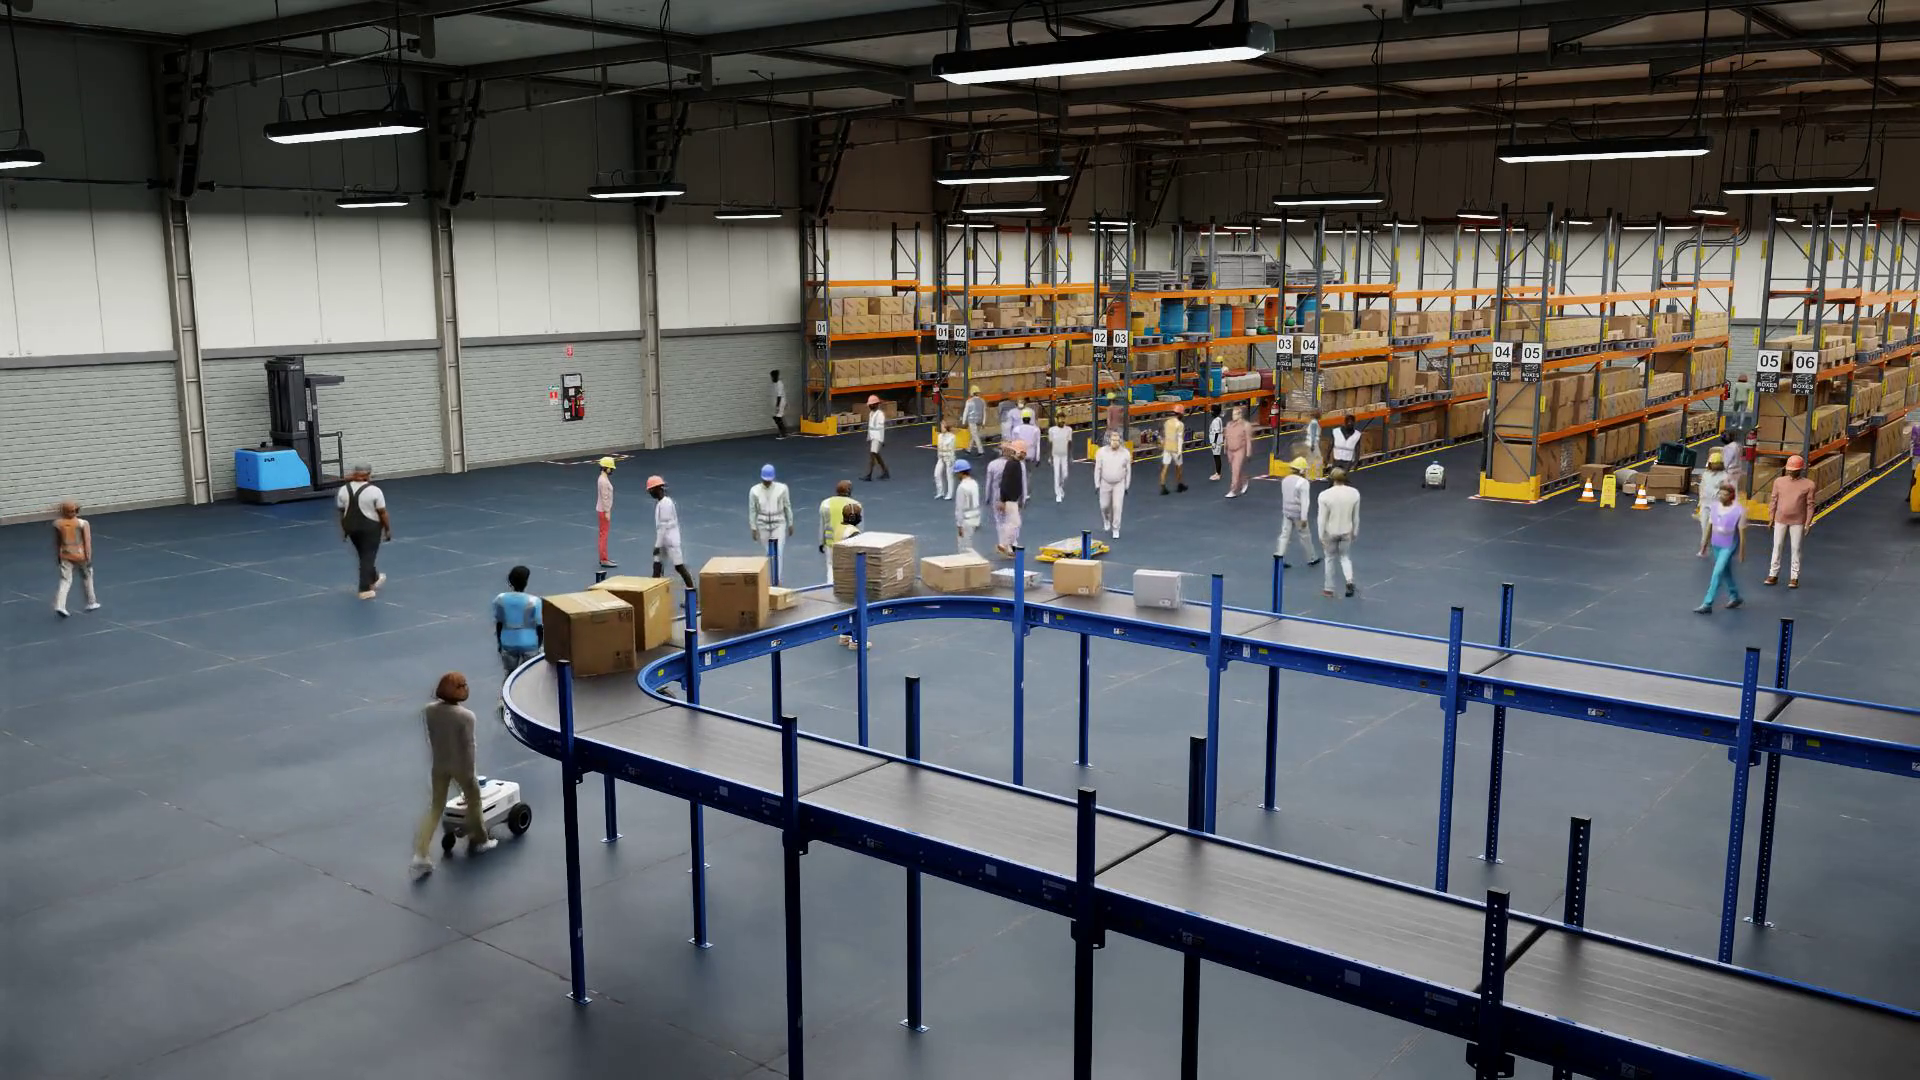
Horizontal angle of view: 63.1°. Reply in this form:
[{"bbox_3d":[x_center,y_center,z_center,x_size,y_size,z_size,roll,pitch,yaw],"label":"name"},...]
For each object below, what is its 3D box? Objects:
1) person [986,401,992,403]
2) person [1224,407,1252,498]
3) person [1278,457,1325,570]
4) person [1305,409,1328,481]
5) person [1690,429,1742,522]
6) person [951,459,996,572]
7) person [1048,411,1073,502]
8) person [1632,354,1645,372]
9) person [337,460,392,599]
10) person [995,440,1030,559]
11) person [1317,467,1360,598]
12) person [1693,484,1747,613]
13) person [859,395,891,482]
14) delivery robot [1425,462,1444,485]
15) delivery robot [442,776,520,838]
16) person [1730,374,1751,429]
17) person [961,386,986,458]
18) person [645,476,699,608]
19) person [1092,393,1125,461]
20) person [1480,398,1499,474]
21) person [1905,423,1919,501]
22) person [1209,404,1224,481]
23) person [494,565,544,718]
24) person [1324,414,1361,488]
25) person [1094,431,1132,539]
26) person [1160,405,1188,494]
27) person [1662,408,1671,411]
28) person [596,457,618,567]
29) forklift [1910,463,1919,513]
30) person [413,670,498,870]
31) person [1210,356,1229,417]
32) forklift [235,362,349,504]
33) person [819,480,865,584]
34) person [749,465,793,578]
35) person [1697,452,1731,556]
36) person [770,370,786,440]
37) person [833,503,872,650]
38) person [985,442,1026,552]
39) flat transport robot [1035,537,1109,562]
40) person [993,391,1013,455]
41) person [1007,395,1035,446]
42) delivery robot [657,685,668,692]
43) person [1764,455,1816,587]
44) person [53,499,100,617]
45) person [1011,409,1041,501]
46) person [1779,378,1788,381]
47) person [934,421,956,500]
[{"bbox_3d":[0.742,-3.981,44.693,0.521,1.845,0.786,6,12,30],"label":"person"},{"bbox_3d":[5.808,-1.849,32.602,0.851,1.881,0.652,-8,13,-39],"label":"person"},{"bbox_3d":[5.386,-0.420,24.788,0.911,1.782,0.623,-6,12,-31],"label":"person"},{"bbox_3d":[7.935,-2.103,34.729,0.680,1.609,0.530,1,10,7],"label":"person"},{"bbox_3d":[14.063,-1.148,28.862,0.936,1.790,0.636,4,11,24],"label":"person"},{"bbox_3d":[0.179,-0.266,23.578,0.729,1.921,0.645,4,11,20],"label":"person"},{"bbox_3d":[2.040,-1.704,31.850,0.545,1.852,0.444,-1,10,-7],"label":"person"},{"bbox_3d":[21.572,-4.967,49.680,0.614,2.038,0.396,-2,10,-10],"label":"person"},{"bbox_3d":[-8.644,-0.193,22.925,0.694,2.000,0.978,3,10,16],"label":"person"},{"bbox_3d":[0.895,-0.660,25.618,0.470,1.967,0.641,3,10,15],"label":"person"},{"bbox_3d":[5.459,-0.090,22.559,0.641,1.924,0.615,-1,10,-7],"label":"person"},{"bbox_3d":[10.680,0.101,21.837,0.952,1.804,0.581,-4,11,-19],"label":"person"},{"bbox_3d":[-1.895,-2.284,34.963,0.817,1.908,0.562,-5,11,-27],"label":"person"},{"bbox_3d":[10.310,-1.459,33.972,0.477,0.478,0.707,4,11,19],"label":"delivery robot"},{"bbox_3d":[-4.032,2.235,13.177,0.477,0.478,0.707,4,11,19],"label":"delivery robot"},{"bbox_3d":[22.876,-4.074,45.864,0.526,1.595,0.819,3,10,16],"label":"person"},{"bbox_3d":[0.377,-2.959,39.092,0.591,1.791,0.923,-9,13,-41],"label":"person"},{"bbox_3d":[-4.165,0.033,22.056,0.965,1.863,0.528,-4,11,-22],"label":"person"},{"bbox_3d":[3.688,-2.710,37.900,0.950,1.715,0.542,8,13,39],"label":"person"},{"bbox_3d":[11.954,-2.301,35.225,0.328,1.842,0.516,-4,11,-21],"label":"person"},{"bbox_3d":[19.573,-1.731,31.748,0.543,1.939,0.370,8,13,38],"label":"person"},{"bbox_3d":[5.721,-2.179,34.950,0.319,1.695,0.538,3,10,16],"label":"person"},{"bbox_3d":[-4.645,1.106,16.487,0.548,1.684,0.427,1,10,7],"label":"person"},{"bbox_3d":[7.559,-1.558,30.929,0.679,1.880,0.471,1,10,5],"label":"person"},{"bbox_3d":[2.713,-0.997,27.759,0.658,1.889,0.568,1,10,6],"label":"person"},{"bbox_3d":[4.497,-1.904,32.940,0.556,1.874,0.971,10,14,43],"label":"person"},{"bbox_3d":[20.881,-4.291,46.340,0.647,1.878,0.883,-9,13,-40],"label":"person"},{"bbox_3d":[-5.667,-0.459,25.094,0.335,1.764,0.524,-3,10,-14],"label":"person"},{"bbox_3d":[19.034,-1.348,28.998,2.313,2.155,1.214,8,13,37],"label":"forklift"},{"bbox_3d":[-4.113,1.838,12.617,0.496,1.599,0.824,3,11,18],"label":"person"},{"bbox_3d":[8.172,-4.845,49.313,0.594,1.926,0.370,7,12,36],"label":"person"},{"bbox_3d":[-13.803,-2.244,32.110,1.129,2.768,1.873,8,13,37],"label":"forklift"},{"bbox_3d":[-1.660,0.054,22.059,0.665,1.822,0.440,1,10,8],"label":"person"},{"bbox_3d":[-2.800,-0.181,23.161,0.618,1.883,0.898,0,10,2],"label":"person"},{"bbox_3d":[12.538,-0.601,25.991,0.502,1.730,0.490,-7,12,-33],"label":"person"},{"bbox_3d":[-5.019,-3.726,43.014,0.473,1.923,0.658,-4,11,-21],"label":"person"},{"bbox_3d":[-1.360,0.447,19.767,0.429,1.844,0.625,-5,11,-27],"label":"person"},{"bbox_3d":[0.756,-0.693,26.063,0.656,1.885,0.486,-1,10,-4],"label":"person"},{"bbox_3d":[1.868,0.163,25.906,0.652,0.197,1.431,6,12,31],"label":"flat transport robot"},{"bbox_3d":[1.056,-2.975,39.707,0.789,1.600,0.506,7,12,34],"label":"person"},{"bbox_3d":[1.362,-2.299,34.995,0.634,1.921,0.698,-1,10,-8],"label":"person"},{"bbox_3d":[-3.489,1.471,16.749,0.698,0.223,0.335,3,10,17],"label":"delivery robot"},{"bbox_3d":[12.472,-0.291,23.508,0.608,1.987,0.388,9,13,41],"label":"person"},{"bbox_3d":[-12.256,0.238,21.597,0.522,1.604,0.816,0,10,-1],"label":"person"},{"bbox_3d":[1.343,-1.719,31.829,0.595,1.896,0.858,0,10,-1],"label":"person"},{"bbox_3d":[23.562,-4.005,44.883,0.546,1.823,0.781,9,13,41],"label":"person"},{"bbox_3d":[-0.320,-1.616,32.006,0.517,1.623,0.496,9,13,41],"label":"person"}]
